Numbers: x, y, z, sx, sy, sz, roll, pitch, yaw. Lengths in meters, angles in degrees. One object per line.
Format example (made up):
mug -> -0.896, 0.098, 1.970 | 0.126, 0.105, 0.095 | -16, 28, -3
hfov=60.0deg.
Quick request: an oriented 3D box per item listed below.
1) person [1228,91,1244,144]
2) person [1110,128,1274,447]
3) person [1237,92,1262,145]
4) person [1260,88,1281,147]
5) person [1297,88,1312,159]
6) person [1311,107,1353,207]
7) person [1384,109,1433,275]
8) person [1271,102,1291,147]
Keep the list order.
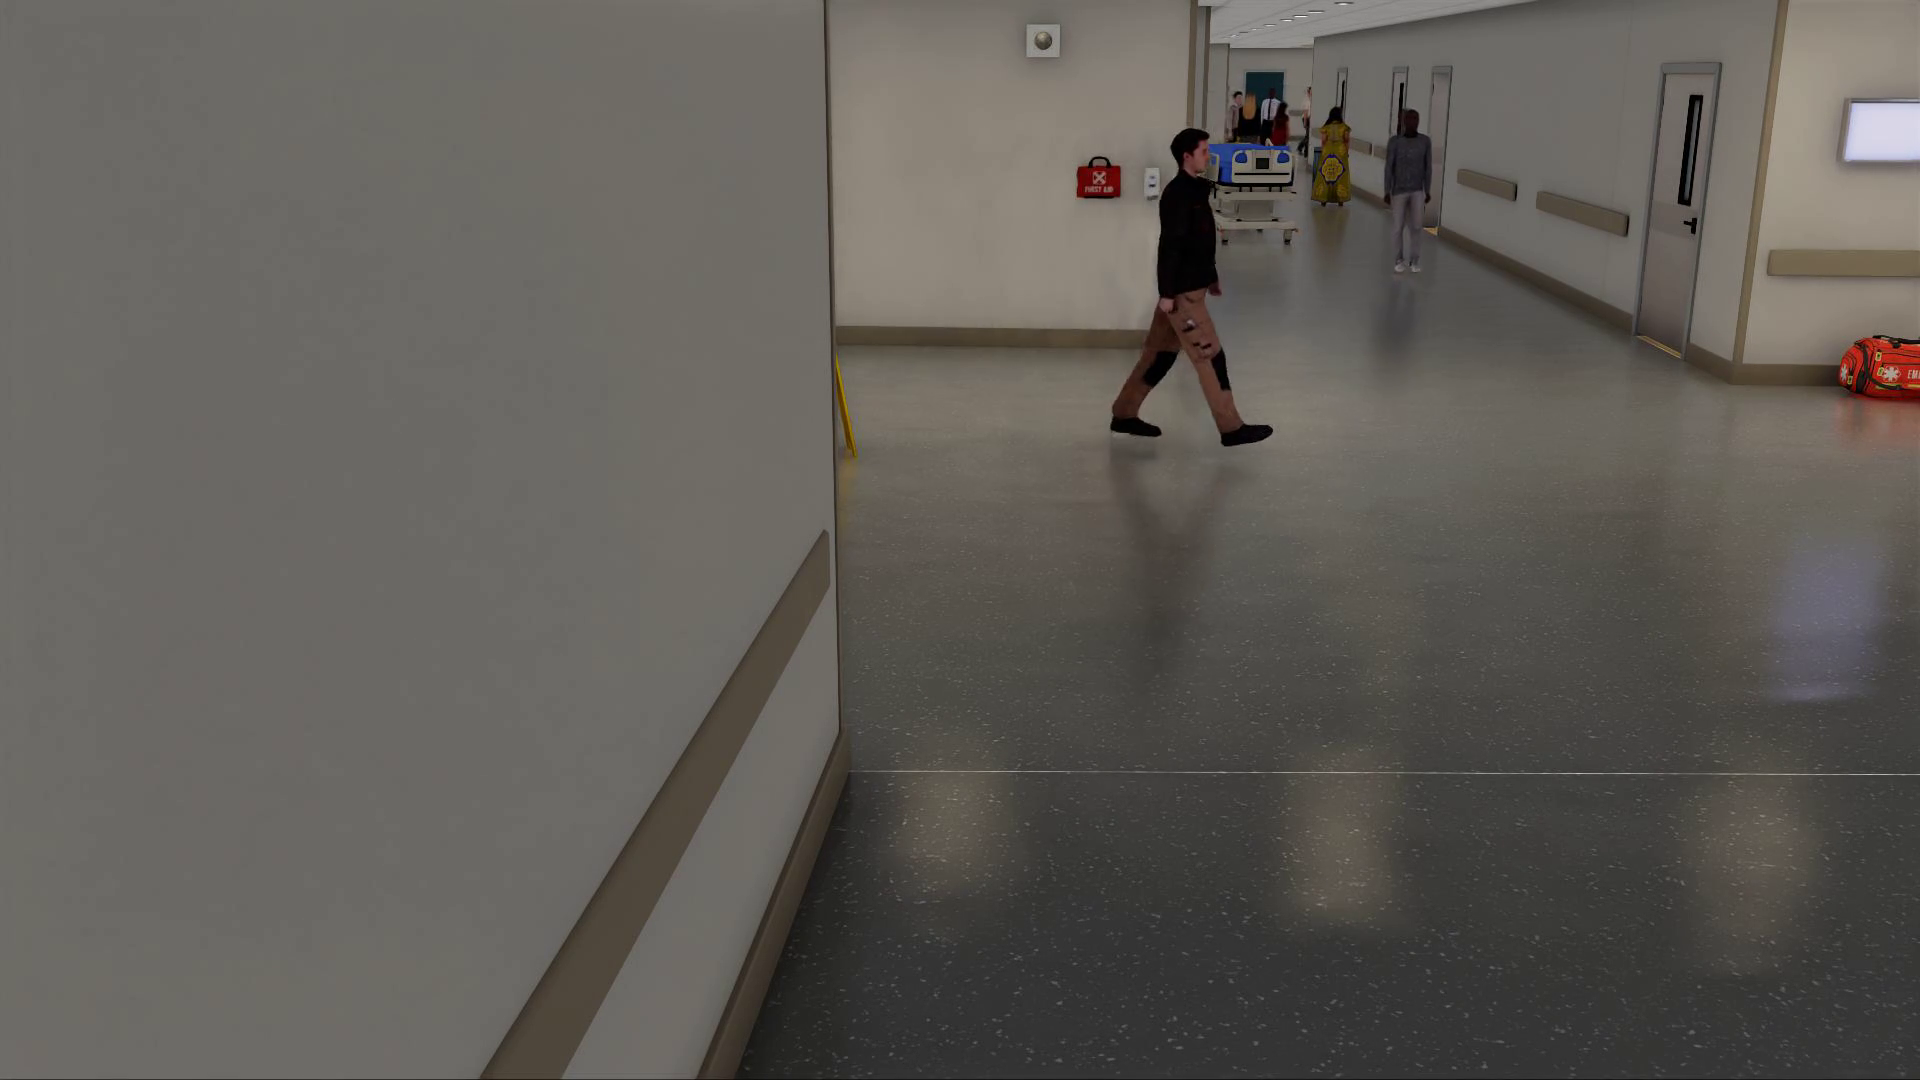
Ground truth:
person -> 6.434, -9.520, 38.775 | 1.202, 1.761, 1.158 | -10, 19, -32
person -> 1.265, -1.484, 10.060 | 1.250, 1.877, 0.775 | 3, 16, 11
person -> 5.752, -7.984, 33.193 | 0.667, 1.834, 0.683 | 3, 16, 9
person -> 7.902, -10.581, 42.404 | 0.588, 1.835, 0.762 | 7, 17, 23
person -> 9.198, -11.095, 44.215 | 0.923, 1.841, 0.865 | 14, 21, 41
person -> 6.431, -6.595, 28.590 | 0.740, 1.659, 0.938 | 3, 16, 11
person -> 5.055, -3.934, 18.863 | 0.847, 1.814, 0.791 | 1, 16, 3
person -> 7.404, -9.337, 38.558 | 0.982, 1.520, 0.854 | 8, 18, 26
